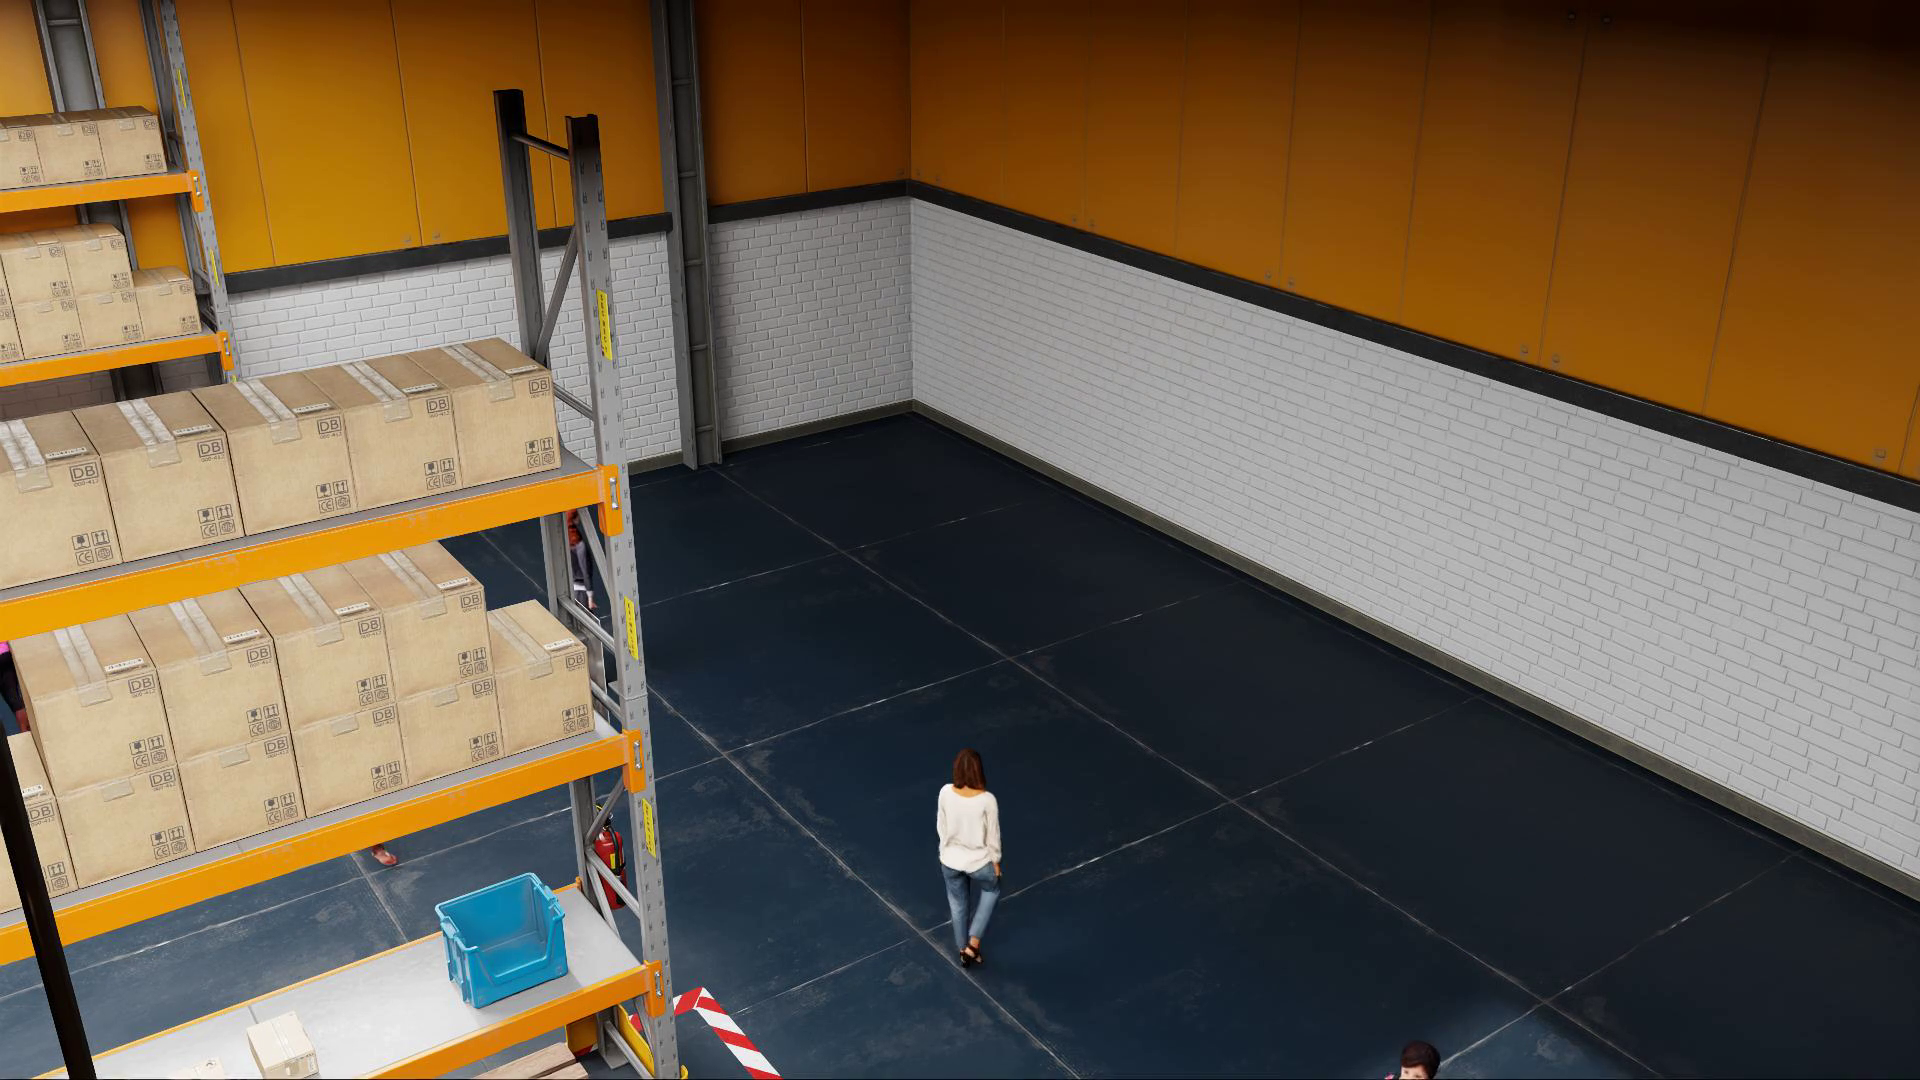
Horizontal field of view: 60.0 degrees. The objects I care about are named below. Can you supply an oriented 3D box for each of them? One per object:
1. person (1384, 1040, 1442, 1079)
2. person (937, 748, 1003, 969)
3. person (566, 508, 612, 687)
[{"bbox_3d":[2.374,3.245,8.767,0.628,1.540,0.676,16,28,32],"label":"person"},{"bbox_3d":[0.031,2.169,11.060,0.748,1.676,0.779,10,26,22],"label":"person"},{"bbox_3d":[-3.413,0.488,14.776,0.629,1.779,0.583,19,30,37],"label":"person"}]
